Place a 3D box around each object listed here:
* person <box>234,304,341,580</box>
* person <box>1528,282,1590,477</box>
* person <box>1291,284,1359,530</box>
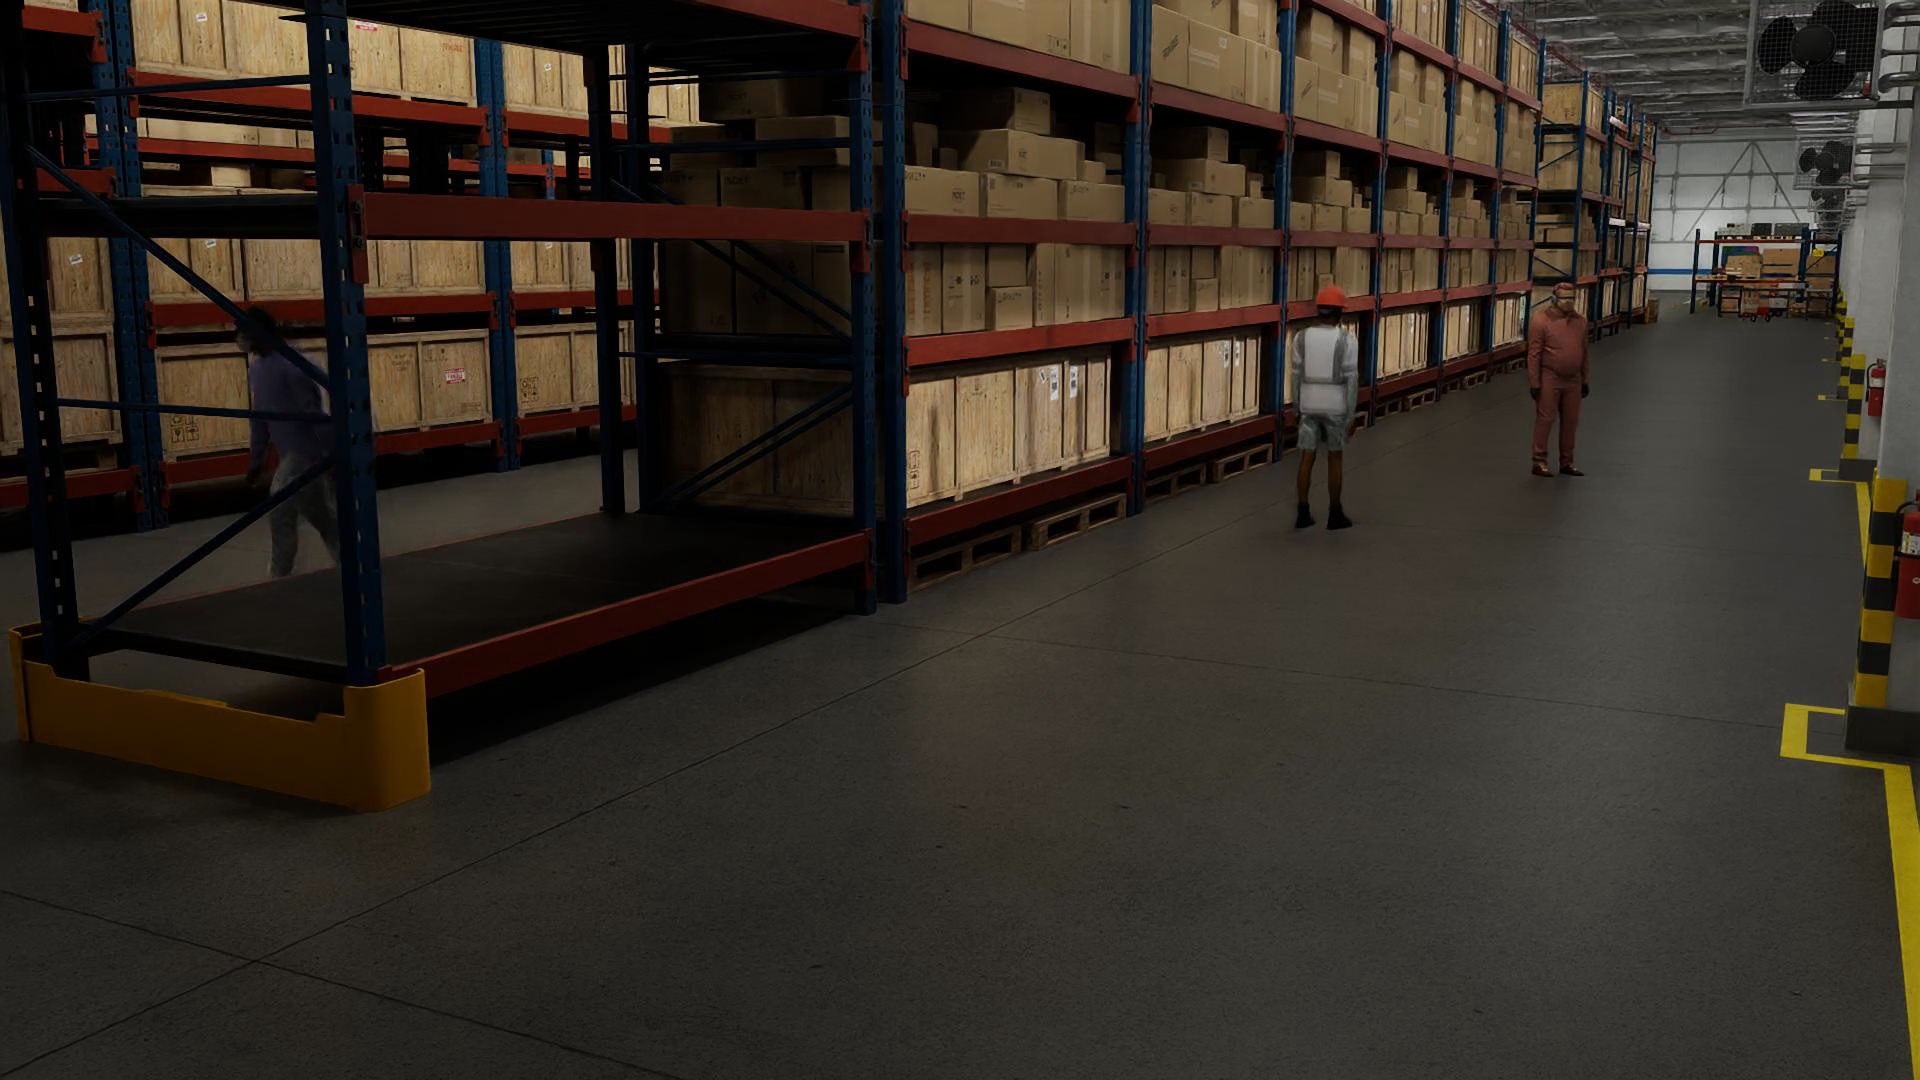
[{"bbox_3d":[-4.054,-0.476,10.020,0.942,1.868,0.641,-8,12,-38],"label":"person"},{"bbox_3d":[5.842,-1.554,16.213,0.653,1.894,0.400,-3,10,-15],"label":"person"},{"bbox_3d":[2.894,-1.049,13.156,0.551,1.933,0.378,7,12,33],"label":"person"}]
